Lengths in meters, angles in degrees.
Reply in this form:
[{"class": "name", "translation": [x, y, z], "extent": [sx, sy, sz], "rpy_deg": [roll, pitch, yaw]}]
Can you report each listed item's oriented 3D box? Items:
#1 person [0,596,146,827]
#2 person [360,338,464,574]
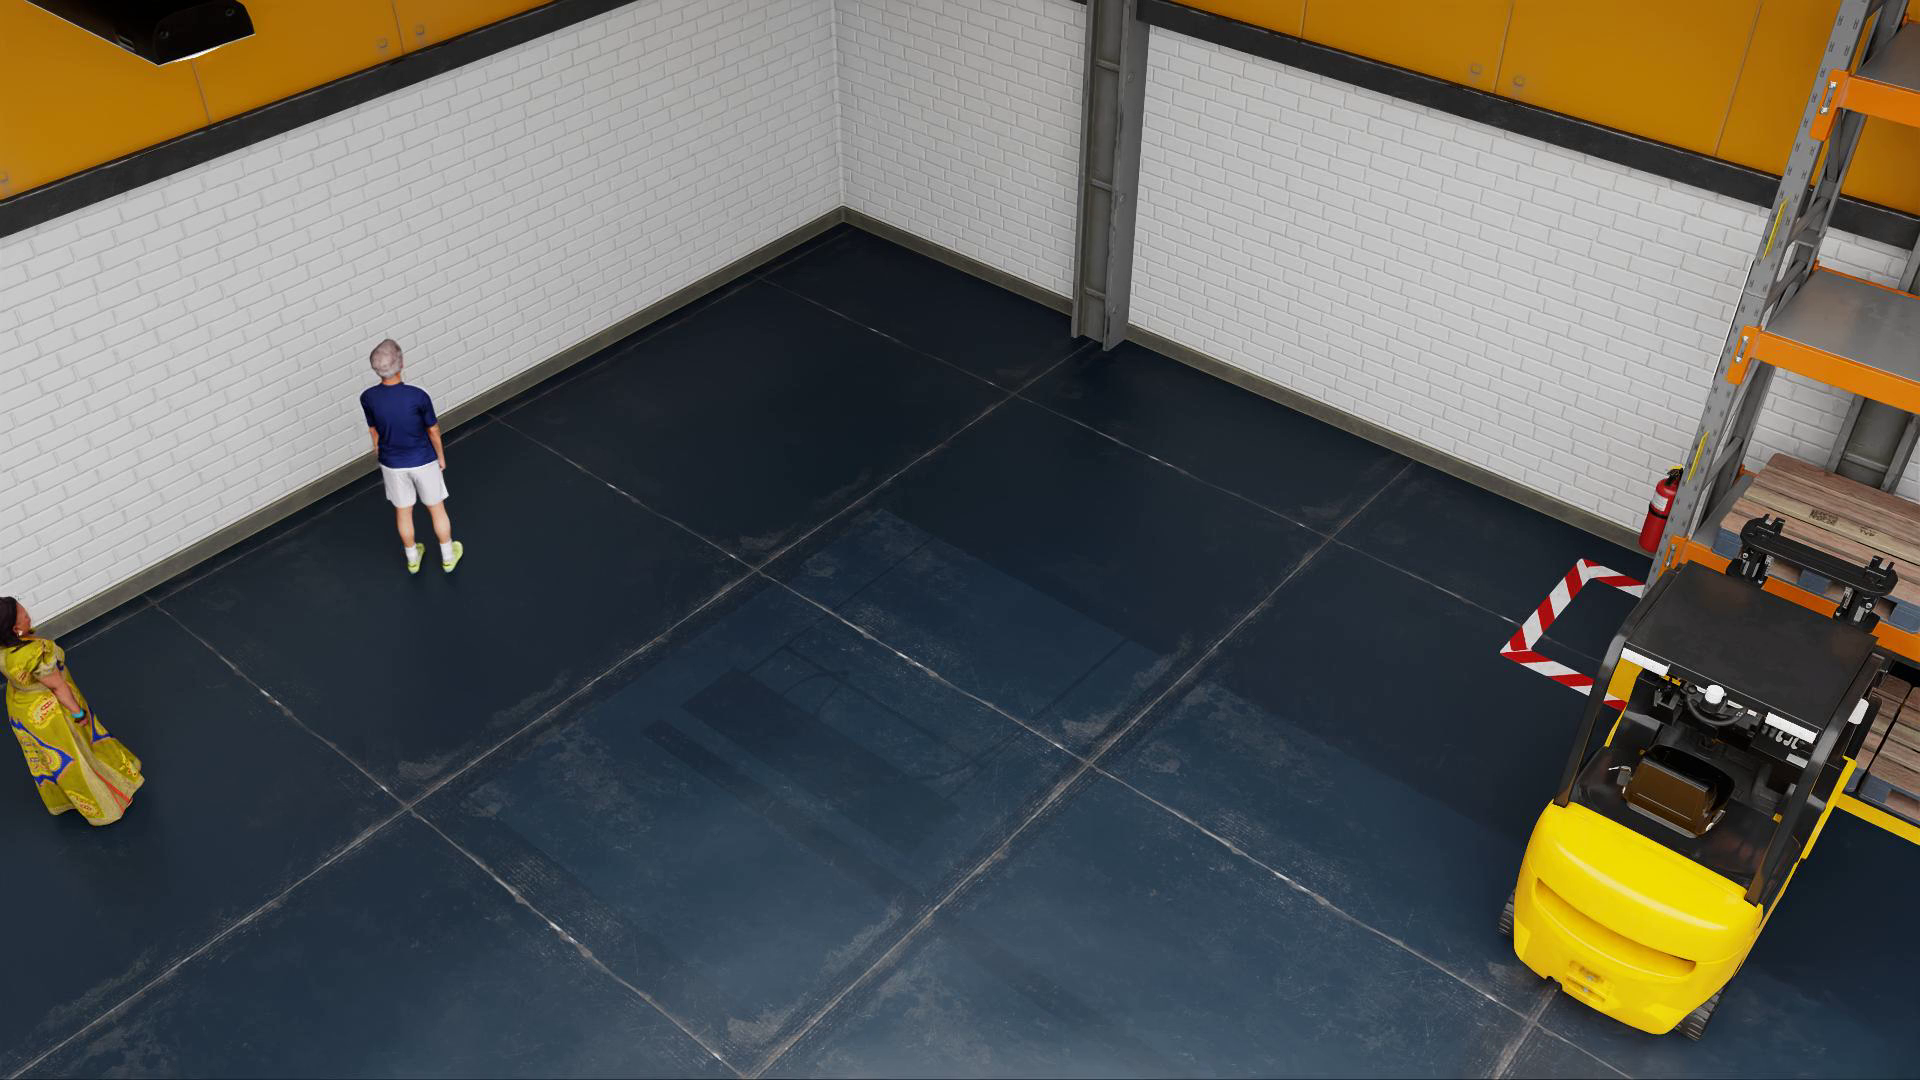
[{"class": "person", "translation": [-5.341, 0.990, 9.752], "extent": [0.825, 1.661, 0.995], "rpy_deg": [16, 41, 19]}, {"class": "person", "translation": [-3.827, -0.557, 11.550], "extent": [0.709, 1.835, 0.760], "rpy_deg": [-5, 39, -6]}]
